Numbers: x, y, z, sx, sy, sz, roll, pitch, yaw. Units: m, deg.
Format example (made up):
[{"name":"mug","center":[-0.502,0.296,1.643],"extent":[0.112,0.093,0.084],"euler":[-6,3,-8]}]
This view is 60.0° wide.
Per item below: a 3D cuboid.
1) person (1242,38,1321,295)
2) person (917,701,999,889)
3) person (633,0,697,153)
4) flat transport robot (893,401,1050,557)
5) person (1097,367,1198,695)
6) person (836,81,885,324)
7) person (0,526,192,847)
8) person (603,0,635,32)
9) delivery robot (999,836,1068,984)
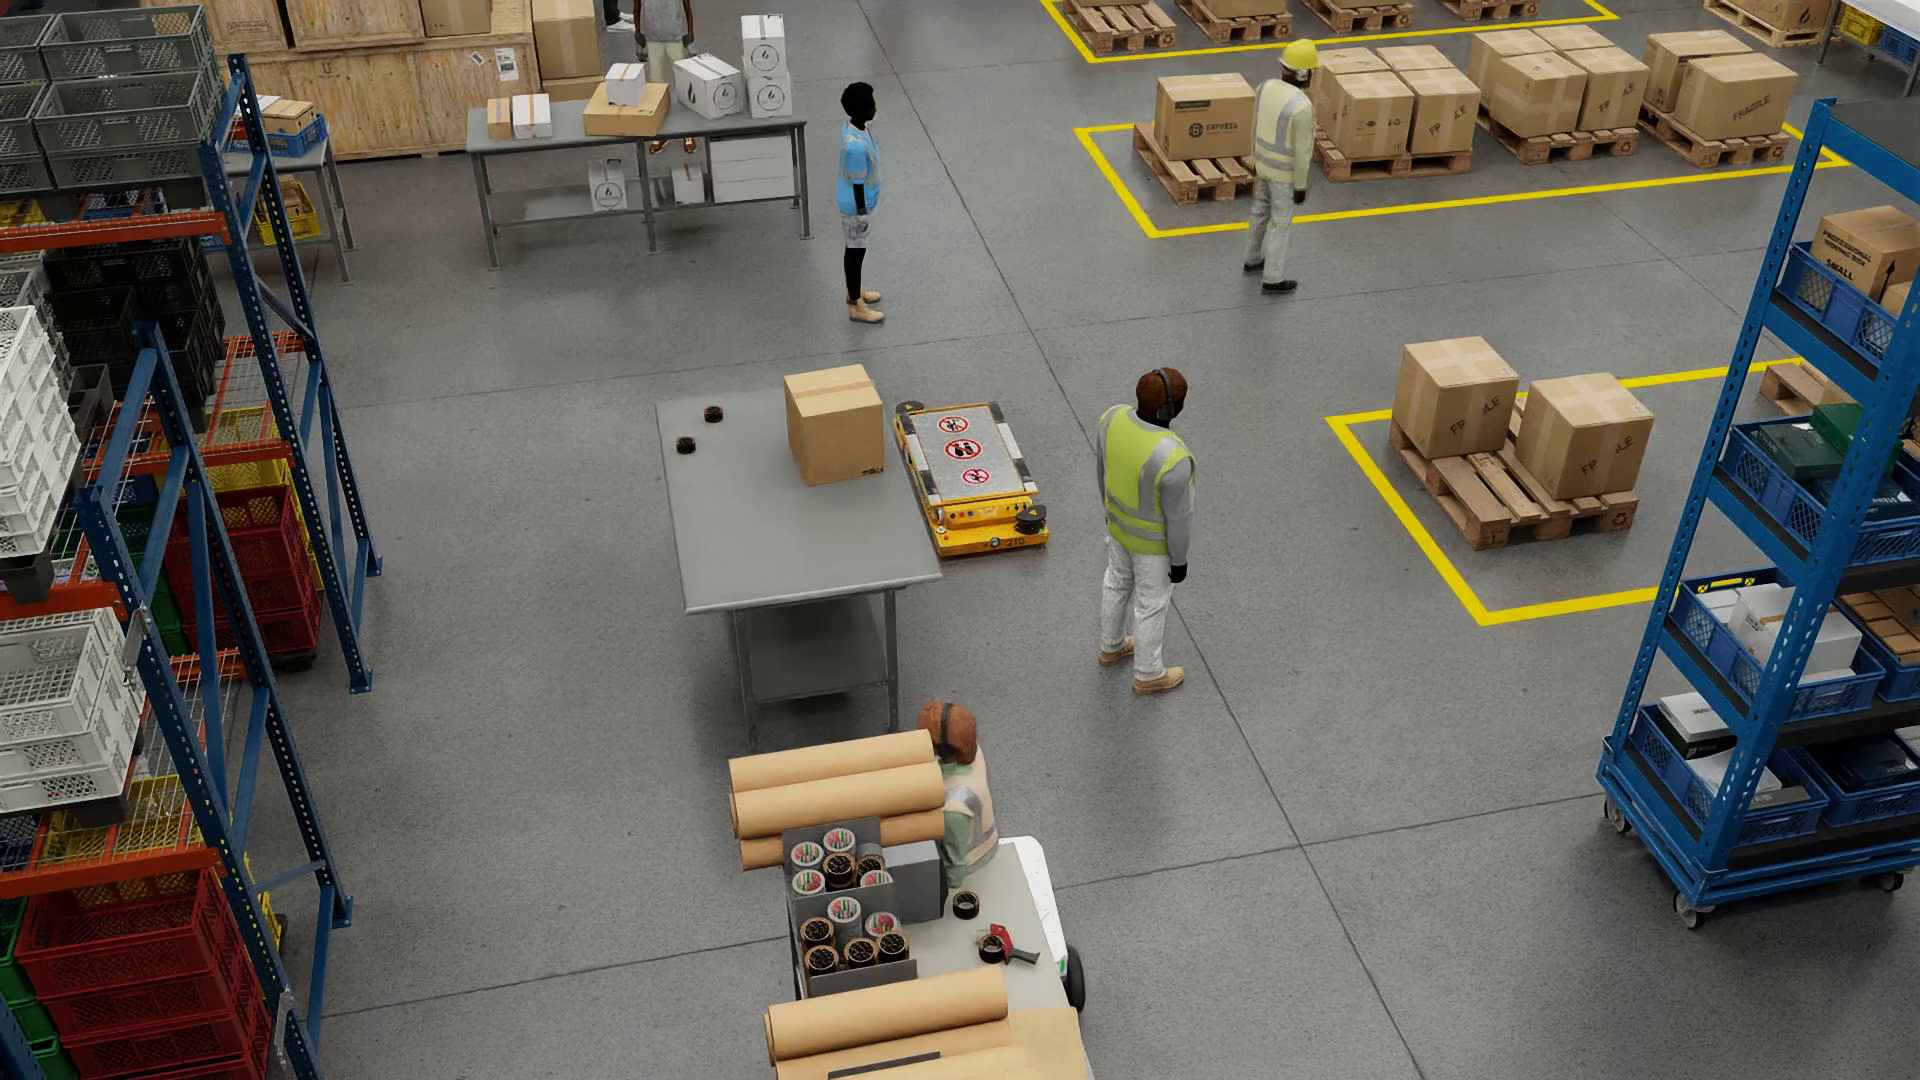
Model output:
[{"name":"person","center":[2.288,-2.652,11.803],"extent":[0.403,1.827,0.602],"euler":[-15,39,-19]},{"name":"person","center":[-0.005,1.289,6.669],"extent":[0.319,1.630,0.522],"euler":[2,37,2]},{"name":"person","center":[-2.441,-4.124,13.743],"extent":[0.524,1.871,0.325],"euler":[0,37,0]},{"name":"flat transport robot","center":[0.046,-0.430,10.108],"extent":[0.652,0.197,1.431],"euler":[-8,37,-10]},{"name":"person","center":[0.939,-0.050,8.291],"extent":[0.429,1.842,0.635],"euler":[-21,42,-26]},{"name":"person","center":[-0.694,-2.338,11.485],"extent":[0.322,1.697,0.536],"euler":[-2,37,-3]},{"name":"person","center":[-3.847,0.649,7.279],"extent":[0.634,1.935,0.378],"euler":[5,37,7]},{"name":"person","center":[-3.418,-5.914,16.120],"extent":[0.389,1.911,0.591],"euler":[-9,38,-12]},{"name":"delivery robot","center":[0.234,1.591,7.081],"extent":[0.477,0.478,0.707],"euler":[-5,37,-6]}]
